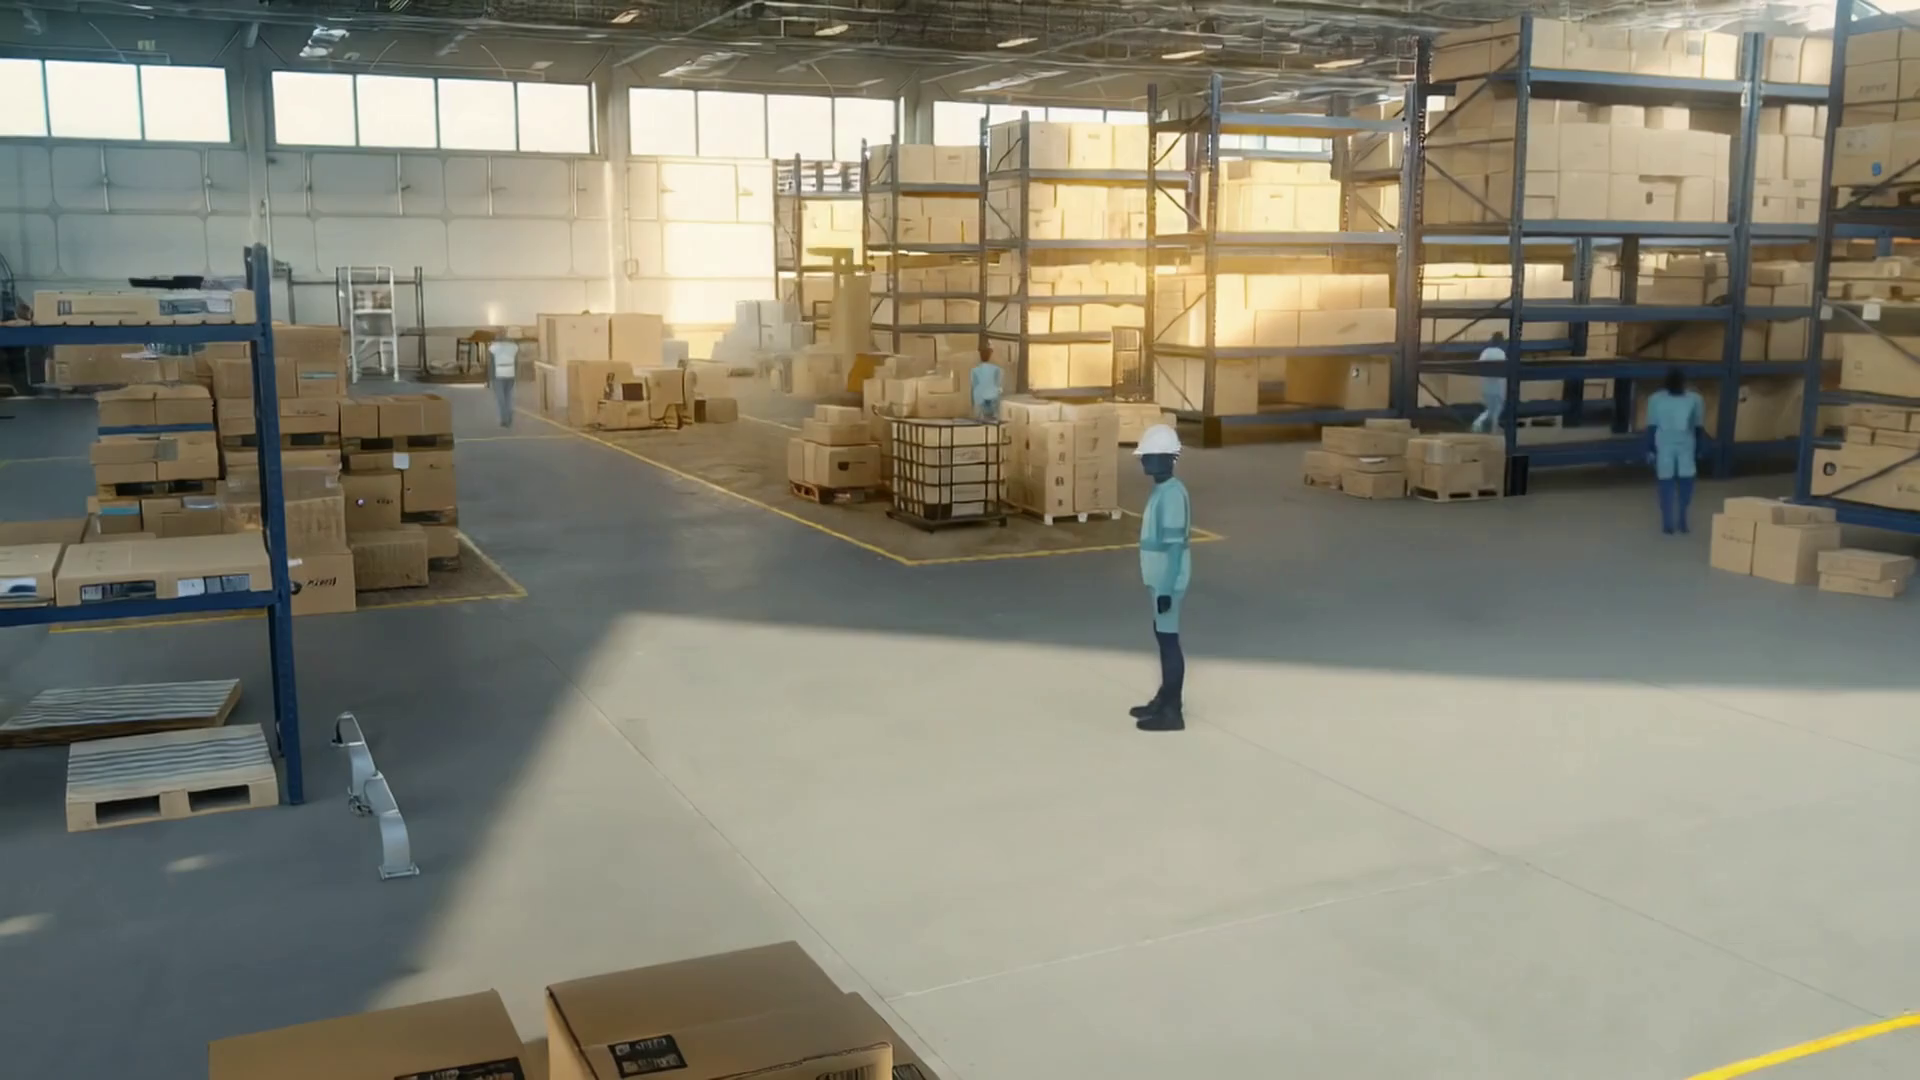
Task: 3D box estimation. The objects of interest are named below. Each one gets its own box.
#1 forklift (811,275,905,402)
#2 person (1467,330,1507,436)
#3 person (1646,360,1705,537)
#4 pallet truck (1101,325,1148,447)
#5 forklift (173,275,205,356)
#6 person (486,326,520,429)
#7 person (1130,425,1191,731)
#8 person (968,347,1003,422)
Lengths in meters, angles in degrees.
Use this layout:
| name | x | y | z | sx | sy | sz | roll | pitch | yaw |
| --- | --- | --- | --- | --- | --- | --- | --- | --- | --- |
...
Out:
| name | x | y | z | sx | sy | sz | roll | pitch | yaw |
| --- | --- | --- | --- | --- | --- | --- | --- | --- | --- |
| forklift | -2.214 | -4.442 | 36.647 | 1.873 | 2.768 | 1.129 | 3 | 10 | 16 |
| person | 8.810 | -2.510 | 27.598 | 0.507 | 1.927 | 0.625 | -3 | 10 | -16 |
| person | 7.769 | -0.988 | 18.091 | 0.604 | 1.940 | 0.532 | 3 | 10 | 17 |
| pallet truck | 2.881 | -2.596 | 27.923 | 0.823 | 1.965 | 1.885 | -1 | 9 | -7 |
| forklift | -16.902 | -4.434 | 36.599 | 1.873 | 2.768 | 1.129 | -8 | 12 | -41 |
| person | -8.453 | -2.997 | 30.683 | 0.619 | 1.904 | 0.538 | -8 | 12 | -42 |
| person | 1.268 | 0.240 | 10.511 | 0.372 | 1.939 | 0.544 | 0 | 9 | 2 |
| person | 0.397 | -2.314 | 27.181 | 0.557 | 1.656 | 0.819 | -2 | 9 | -9 |
